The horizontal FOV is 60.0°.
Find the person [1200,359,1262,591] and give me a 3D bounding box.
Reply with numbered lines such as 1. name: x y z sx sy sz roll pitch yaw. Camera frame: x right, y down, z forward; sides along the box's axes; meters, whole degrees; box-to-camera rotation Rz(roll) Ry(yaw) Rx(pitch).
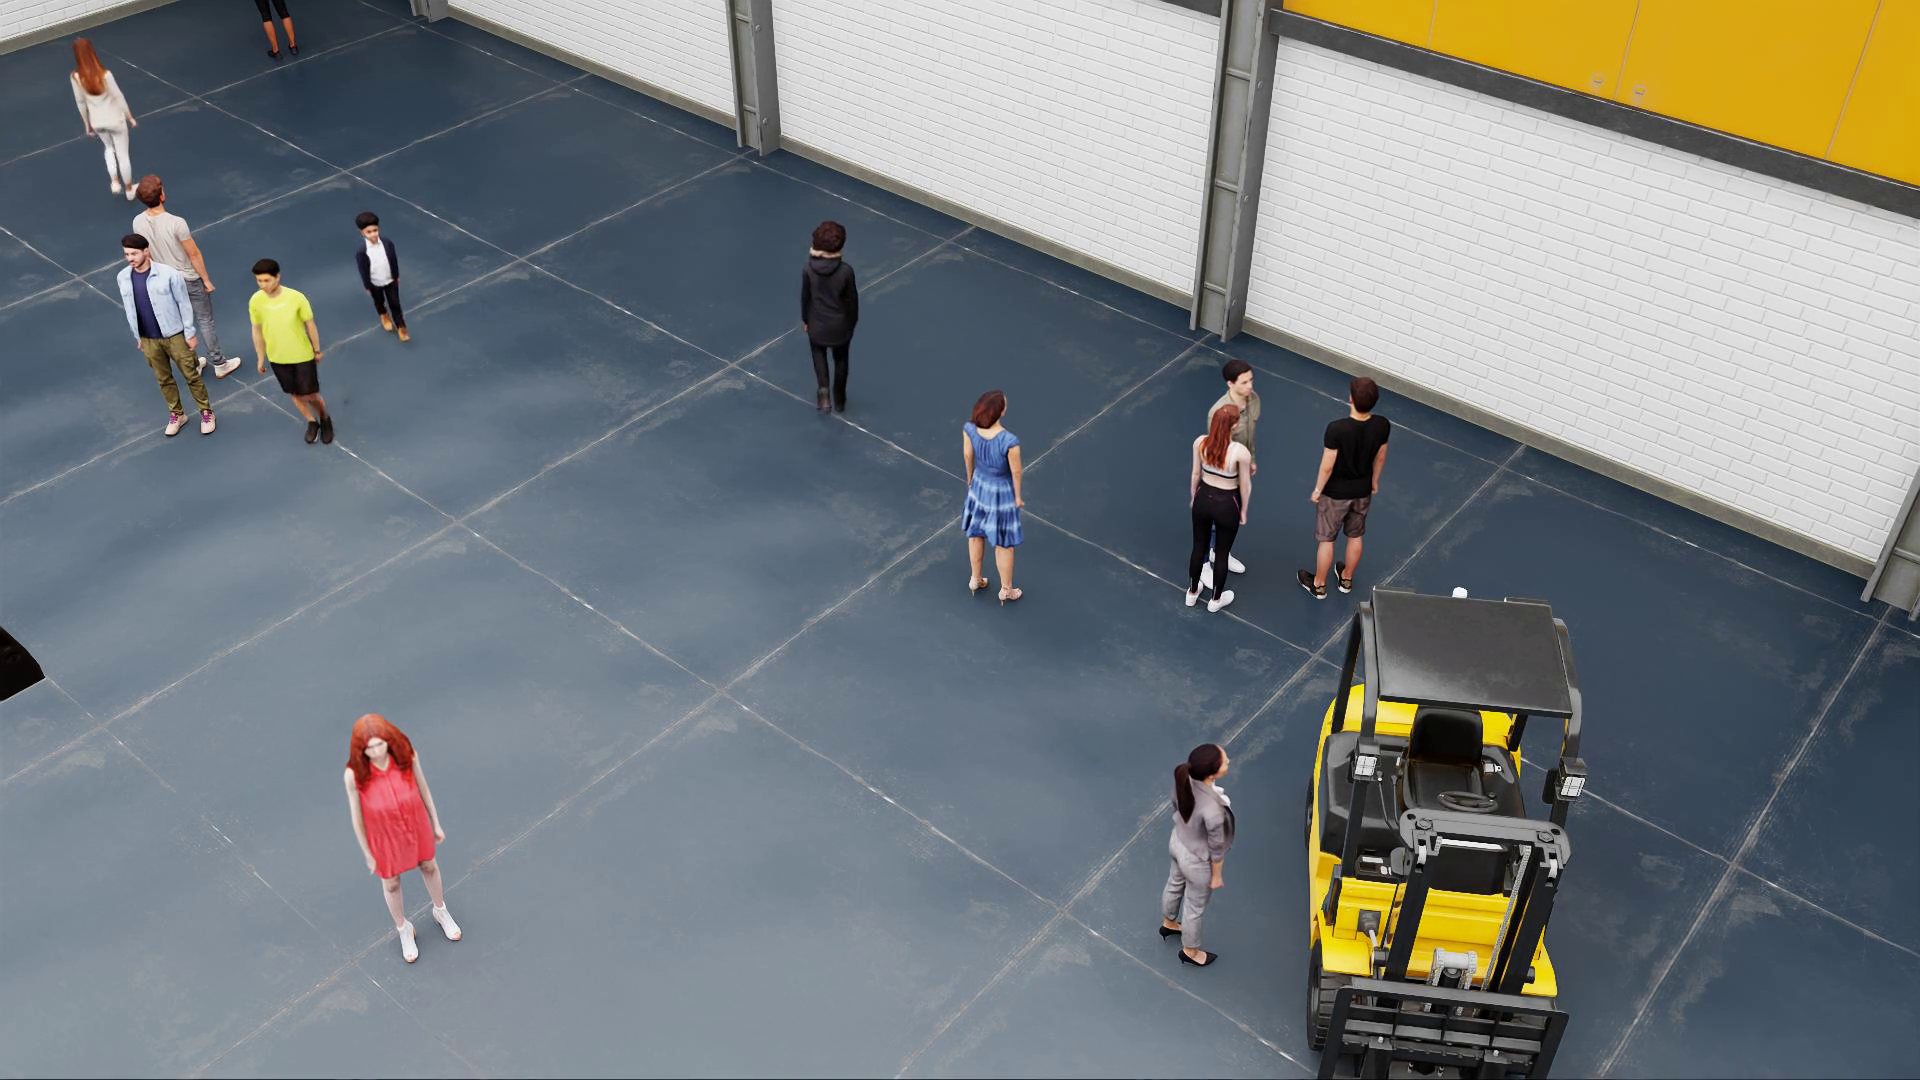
1. person: 1.931 -0.506 12.111 0.602 1.865 0.716 32 48 33

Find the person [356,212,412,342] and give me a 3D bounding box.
1. person: -5.255 -2.401 15.019 0.670 1.197 0.874 -20 43 -23

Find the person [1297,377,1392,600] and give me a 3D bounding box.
1. person: 2.776 -0.369 11.941 0.765 1.862 0.786 -9 40 -12

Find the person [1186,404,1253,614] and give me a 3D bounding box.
1. person: 1.827 -0.231 11.864 0.507 1.742 0.682 20 43 23

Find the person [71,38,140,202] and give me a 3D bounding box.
1. person: -8.680 -4.217 16.888 0.726 1.702 0.793 0 39 -1

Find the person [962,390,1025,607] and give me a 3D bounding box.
1. person: 0.242 -0.300 11.900 0.550 1.805 0.753 22 44 25

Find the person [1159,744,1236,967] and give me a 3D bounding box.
1. person: 1.324 1.772 9.408 0.774 1.678 0.672 -15 41 -18

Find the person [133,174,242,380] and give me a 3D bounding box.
1. person: -6.685 -2.239 14.253 0.702 1.899 0.796 2 39 3

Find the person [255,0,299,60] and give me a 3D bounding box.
1. person: -8.316 -6.658 19.908 0.645 1.747 0.592 -27 46 -30

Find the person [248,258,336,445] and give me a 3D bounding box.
1. person: -5.453 -1.570 13.579 0.748 1.694 0.816 -1 39 -1

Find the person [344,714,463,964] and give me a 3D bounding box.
1. person: -3.173 1.667 9.420 0.649 1.827 0.608 -22 44 -25

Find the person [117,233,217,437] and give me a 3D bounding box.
1. person: -6.523 -1.688 13.633 0.741 1.812 0.810 -2 39 -2

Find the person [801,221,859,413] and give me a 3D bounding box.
1. person: -1.081 -1.775 13.783 0.831 1.760 0.888 0 39 0
